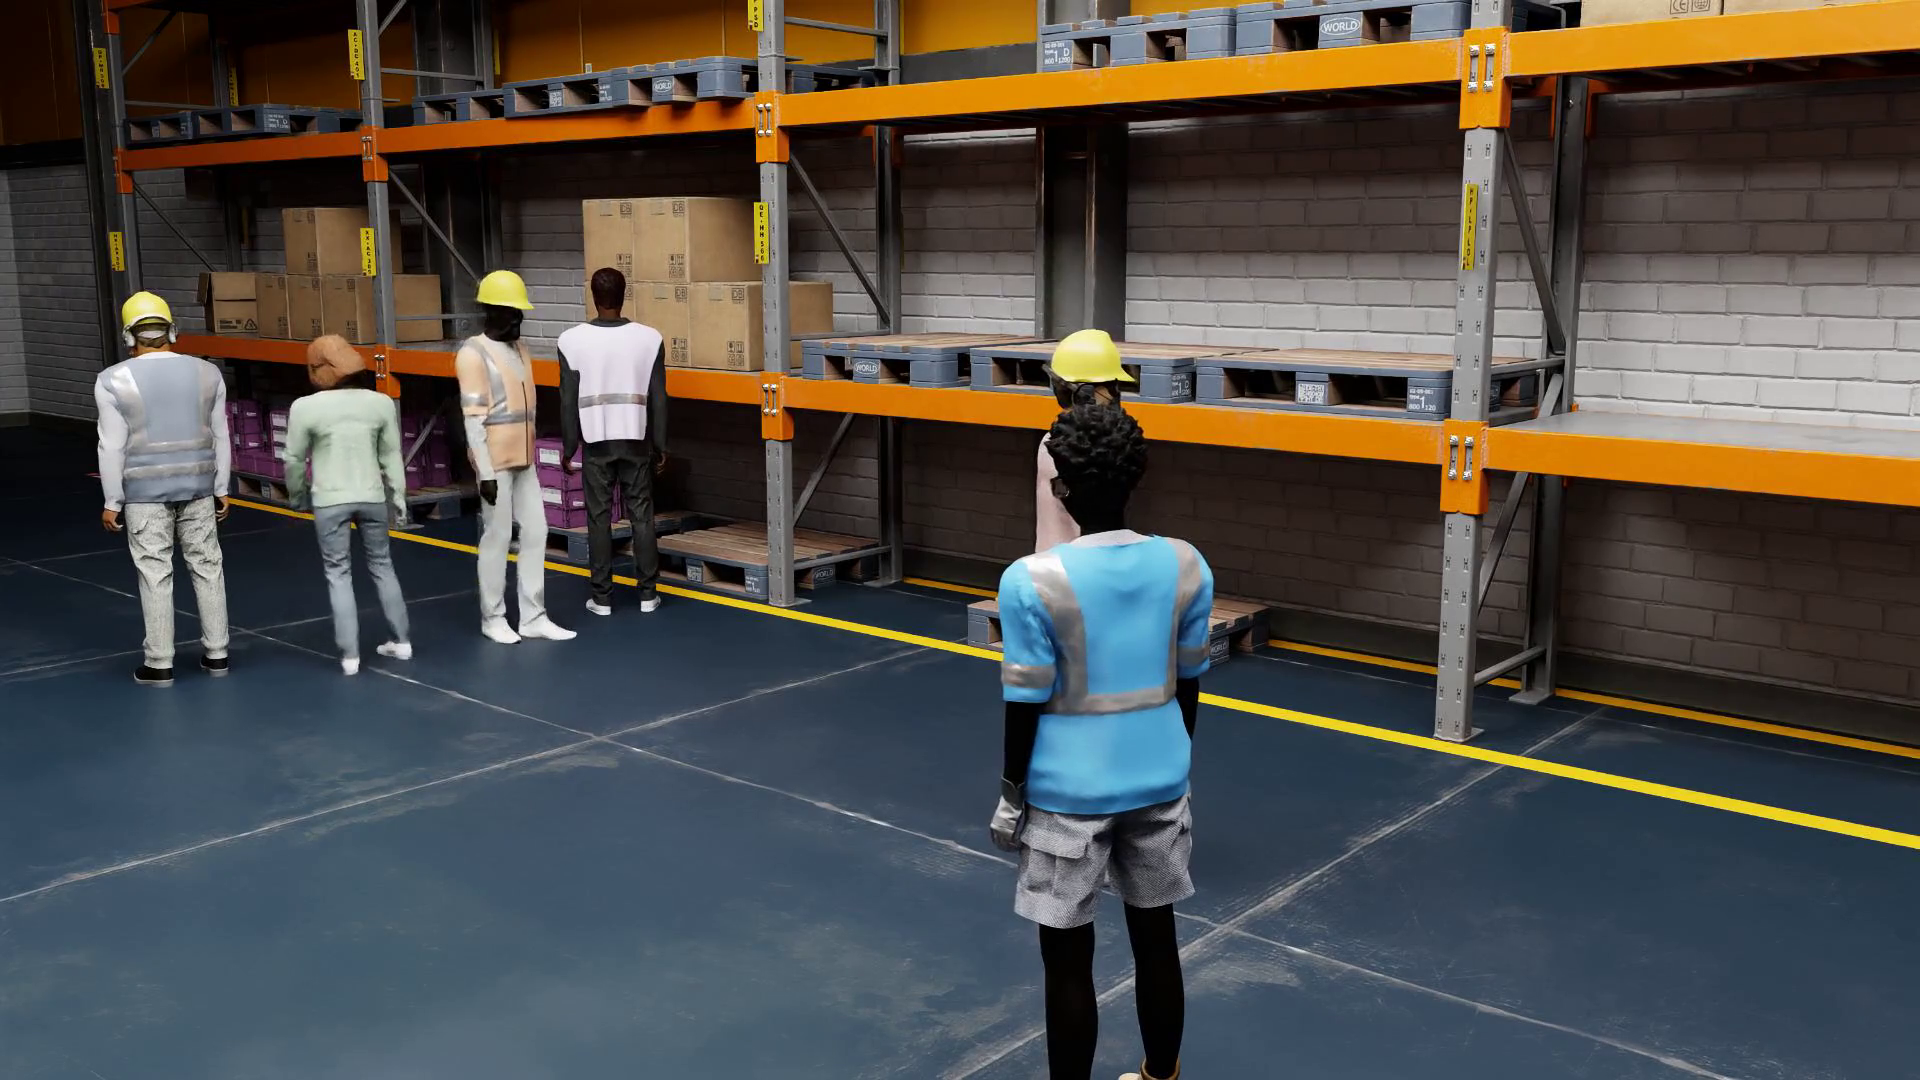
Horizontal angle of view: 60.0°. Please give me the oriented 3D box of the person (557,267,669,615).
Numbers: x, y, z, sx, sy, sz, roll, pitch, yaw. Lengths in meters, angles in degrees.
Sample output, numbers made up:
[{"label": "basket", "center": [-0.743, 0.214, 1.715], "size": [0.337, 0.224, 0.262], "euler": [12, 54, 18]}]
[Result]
[{"label": "person", "center": [-1.904, -0.537, 9.196], "size": [0.597, 1.915, 0.371], "euler": [-3, 10, -18]}]

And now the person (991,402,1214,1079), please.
[{"label": "person", "center": [0.308, 0.546, 3.664], "size": [0.532, 1.693, 0.319], "euler": [-5, 11, -27]}]

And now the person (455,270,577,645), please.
[{"label": "person", "center": [-2.274, -0.407, 8.472], "size": [0.516, 1.908, 0.630], "euler": [3, 10, 17]}]

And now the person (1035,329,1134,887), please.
[{"label": "person", "center": [0.380, 0.214, 5.345], "size": [0.329, 1.769, 0.526], "euler": [-2, 10, -10]}]

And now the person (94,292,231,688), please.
[{"label": "person", "center": [-3.684, -0.230, 7.714], "size": [0.403, 1.822, 0.588], "euler": [10, 14, 43]}]

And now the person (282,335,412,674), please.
[{"label": "person", "center": [-2.950, -0.174, 7.990], "size": [0.545, 1.610, 0.411], "euler": [-9, 13, -40]}]
